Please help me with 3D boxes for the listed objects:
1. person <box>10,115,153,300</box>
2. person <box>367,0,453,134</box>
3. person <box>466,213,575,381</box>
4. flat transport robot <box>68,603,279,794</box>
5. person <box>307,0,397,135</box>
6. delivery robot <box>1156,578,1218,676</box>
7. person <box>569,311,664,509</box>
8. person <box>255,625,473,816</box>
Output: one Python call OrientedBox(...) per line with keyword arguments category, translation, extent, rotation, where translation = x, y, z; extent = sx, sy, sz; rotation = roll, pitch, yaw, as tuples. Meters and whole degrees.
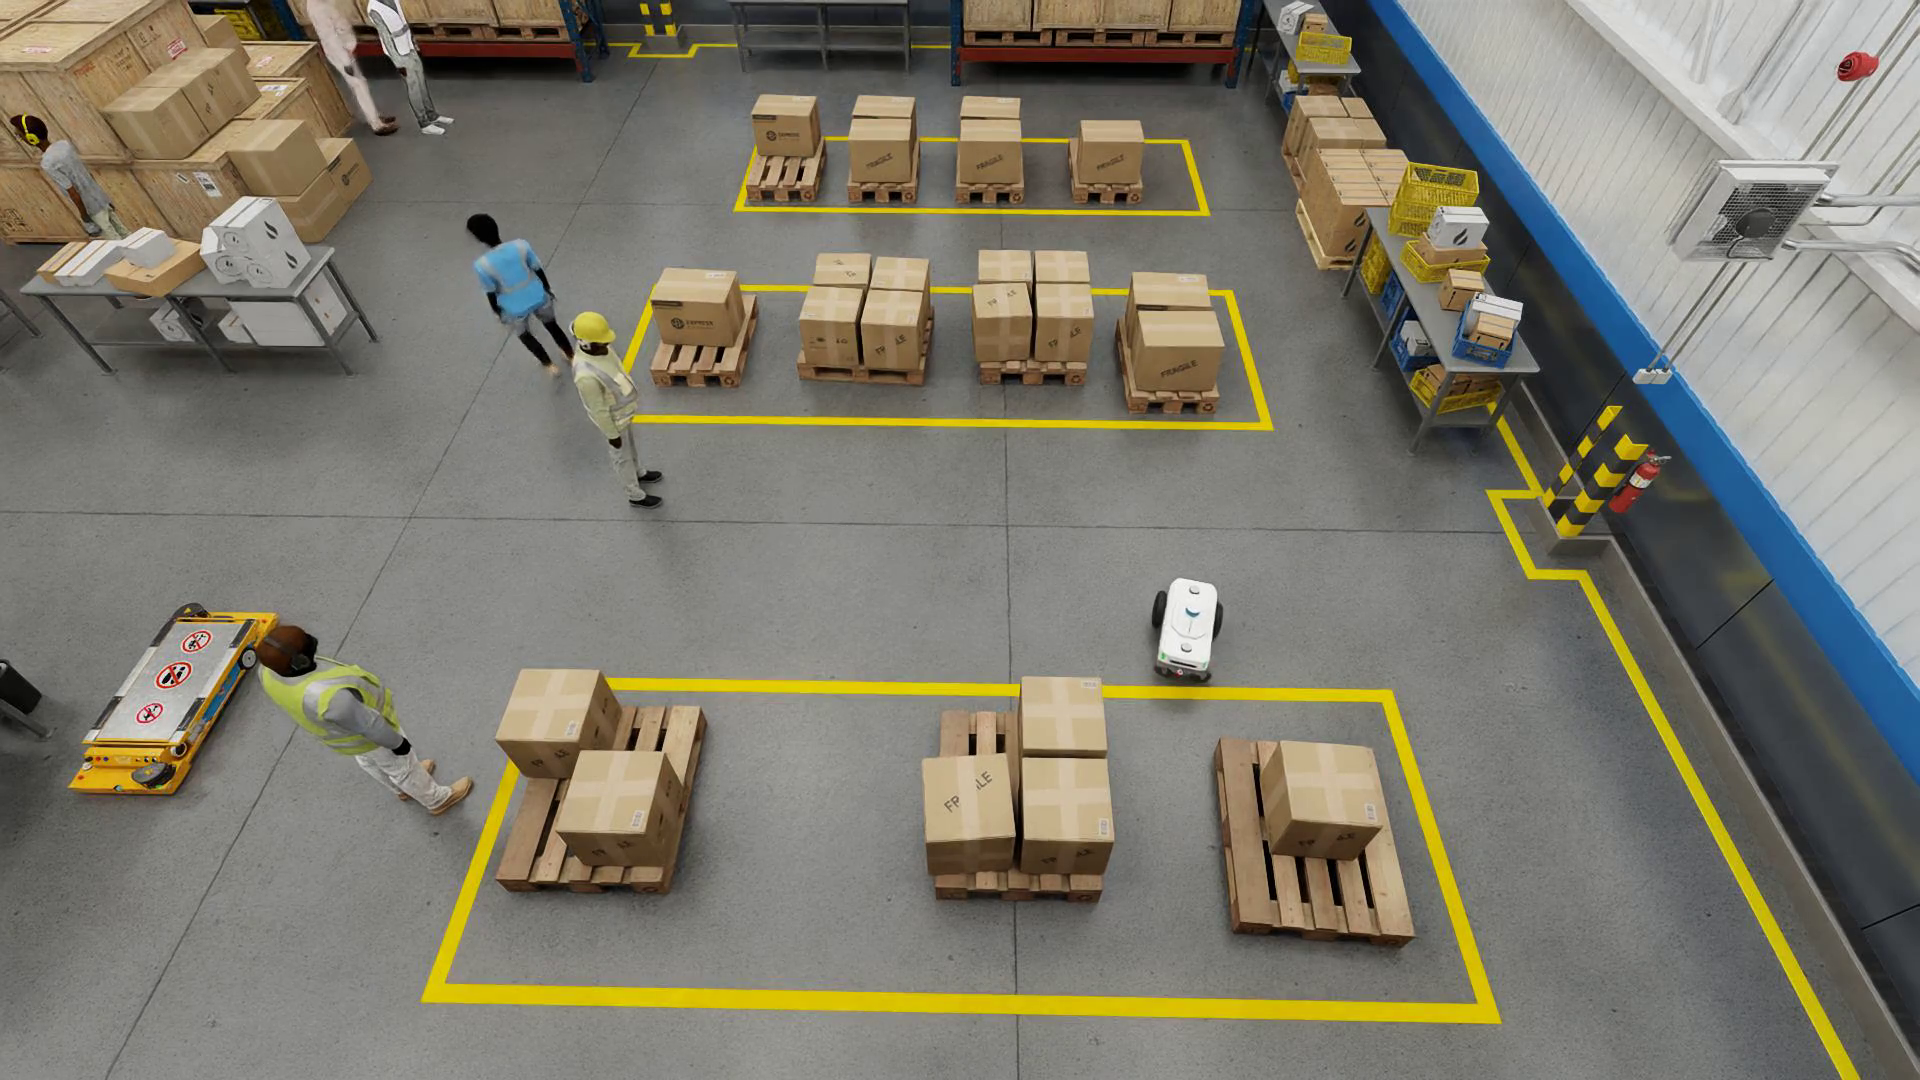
OrientedBox(category="person", translation=(-8.587, -3.276, 9.078), extent=(0.328, 1.876, 0.514), rotation=(-12, 51, -10))
OrientedBox(category="person", translation=(-6.938, -6.071, 11.423), extent=(0.390, 1.911, 0.592), rotation=(-1, 50, -1))
OrientedBox(category="person", translation=(-3.912, -2.141, 8.249), extent=(0.487, 1.661, 0.592), rotation=(33, 57, 25))
OrientedBox(category="flat transport robot", translation=(-5.504, 1.072, 6.442), extent=(0.652, 0.197, 1.431), rotation=(1, 50, 1))
OrientedBox(category="person", translation=(-7.645, -6.049, 11.416), extent=(0.401, 1.896, 0.739), rotation=(-12, 51, -10))
OrientedBox(category="delivery robot", translation=(1.636, 0.623, 6.578), extent=(0.477, 0.478, 0.707), rotation=(12, 51, 10))
OrientedBox(category="person", translation=(-2.700, -1.013, 7.199), extent=(0.404, 1.820, 0.591), rotation=(-6, 50, -5))
OrientedBox(category="person", translation=(-3.521, 1.085, 5.409), extent=(0.626, 1.846, 0.429), rotation=(19, 52, 16))
